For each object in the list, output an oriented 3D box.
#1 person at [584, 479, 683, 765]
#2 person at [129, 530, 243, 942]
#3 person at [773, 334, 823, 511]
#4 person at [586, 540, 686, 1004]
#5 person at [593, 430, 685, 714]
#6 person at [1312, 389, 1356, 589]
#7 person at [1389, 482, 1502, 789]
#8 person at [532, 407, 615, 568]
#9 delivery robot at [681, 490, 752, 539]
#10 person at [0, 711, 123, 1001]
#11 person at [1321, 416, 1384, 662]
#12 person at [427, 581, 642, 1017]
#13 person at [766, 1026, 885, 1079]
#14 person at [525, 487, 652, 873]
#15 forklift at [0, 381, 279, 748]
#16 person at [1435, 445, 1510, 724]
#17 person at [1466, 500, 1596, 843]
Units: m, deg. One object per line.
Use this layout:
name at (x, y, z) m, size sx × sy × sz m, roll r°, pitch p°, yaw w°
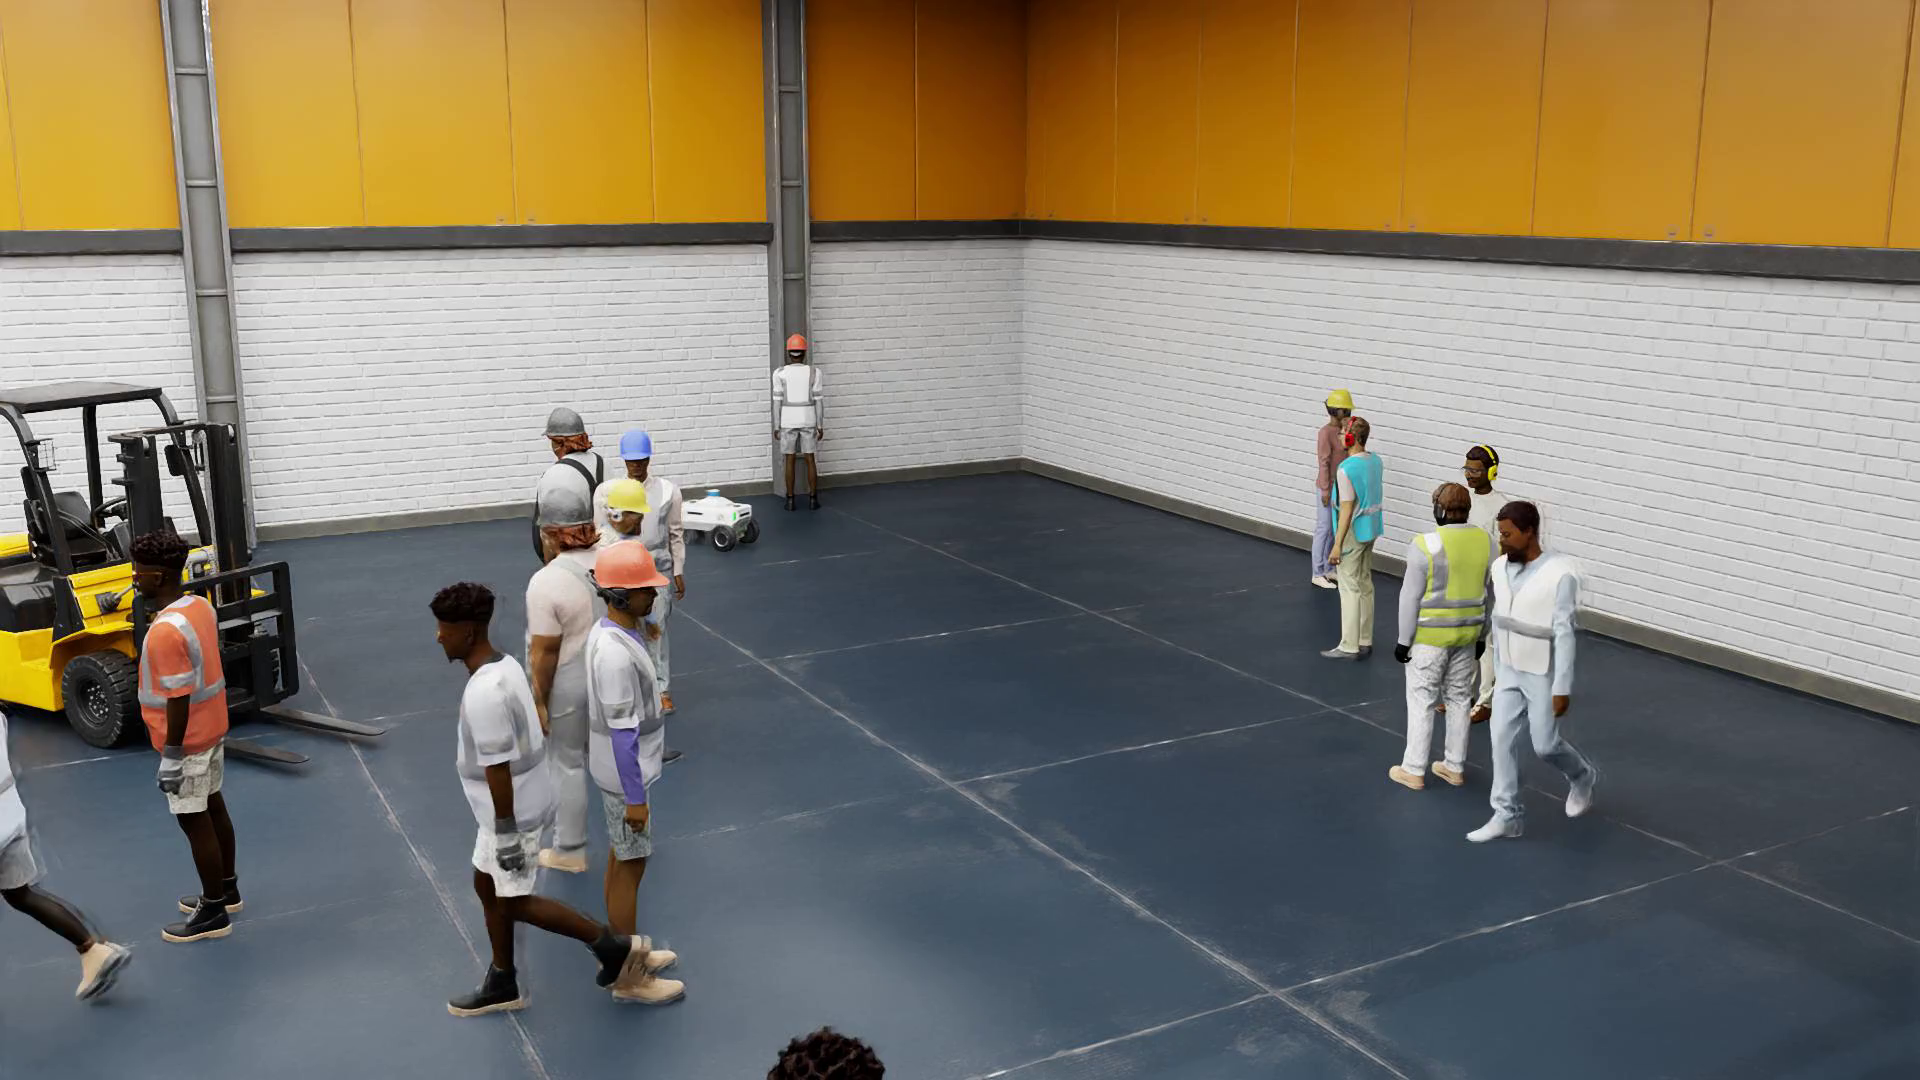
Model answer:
person at (-2.148, 0.498, 10.238) m, size 0.799 × 1.787 × 0.602 m, roll 1°, pitch 12°, yaw 4°
person at (-3.656, 0.914, 7.850) m, size 0.362 × 1.963 × 0.613 m, roll -2°, pitch 12°, yaw -9°
person at (-1.773, -1.285, 18.236) m, size 0.551 × 1.932 × 0.376 m, roll -2°, pitch 12°, yaw -8°
person at (-1.427, 1.001, 7.261) m, size 0.372 × 2.044 × 0.607 m, roll -3°, pitch 12°, yaw -14°
person at (-2.140, 0.223, 11.133) m, size 0.605 × 1.949 × 0.399 m, roll -3°, pitch 12°, yaw -15°
person at (3.327, -0.461, 14.769) m, size 0.308 × 1.769 × 0.525 m, roll 8°, pitch 15°, yaw 34°
person at (2.854, 0.568, 9.810) m, size 0.636 × 1.830 × 0.429 m, roll -4°, pitch 13°, yaw -20°
person at (-2.720, 0.073, 11.620) m, size 0.535 × 2.000 × 0.681 m, roll 6°, pitch 13°, yaw 24°
delivery robot at (-2.424, -0.253, 16.433) m, size 0.707 × 0.478 × 0.477 m, roll 6°, pitch 13°, yaw 25°
person at (-4.069, 1.237, 7.066) m, size 0.783 × 1.669 × 0.530 m, roll -1°, pitch 12°, yaw -5°
person at (2.970, -0.006, 12.457) m, size 0.372 × 1.840 × 0.570 m, roll 10°, pitch 15°, yaw 39°
person at (-1.806, 1.107, 7.040) m, size 0.752 × 1.930 × 0.640 m, roll -2°, pitch 12°, yaw -11°
person at (-0.254, 1.886, 3.296) m, size 0.607 × 1.966 × 0.367 m, roll 1°, pitch 12°, yaw 3°
person at (-1.960, 0.715, 8.608) m, size 0.630 × 2.000 × 0.700 m, roll 8°, pitch 15°, yaw 34°
forklift at (-5.853, 0.085, 11.199) m, size 2.313 × 2.155 × 1.214 m, roll 7°, pitch 14°, yaw 28°
person at (3.424, 0.289, 11.045) m, size 0.333 × 1.860 × 0.510 m, roll -4°, pitch 13°, yaw -19°
person at (3.165, 0.705, 9.064) m, size 0.804 × 1.878 × 0.621 m, roll -7°, pitch 14°, yaw -29°
